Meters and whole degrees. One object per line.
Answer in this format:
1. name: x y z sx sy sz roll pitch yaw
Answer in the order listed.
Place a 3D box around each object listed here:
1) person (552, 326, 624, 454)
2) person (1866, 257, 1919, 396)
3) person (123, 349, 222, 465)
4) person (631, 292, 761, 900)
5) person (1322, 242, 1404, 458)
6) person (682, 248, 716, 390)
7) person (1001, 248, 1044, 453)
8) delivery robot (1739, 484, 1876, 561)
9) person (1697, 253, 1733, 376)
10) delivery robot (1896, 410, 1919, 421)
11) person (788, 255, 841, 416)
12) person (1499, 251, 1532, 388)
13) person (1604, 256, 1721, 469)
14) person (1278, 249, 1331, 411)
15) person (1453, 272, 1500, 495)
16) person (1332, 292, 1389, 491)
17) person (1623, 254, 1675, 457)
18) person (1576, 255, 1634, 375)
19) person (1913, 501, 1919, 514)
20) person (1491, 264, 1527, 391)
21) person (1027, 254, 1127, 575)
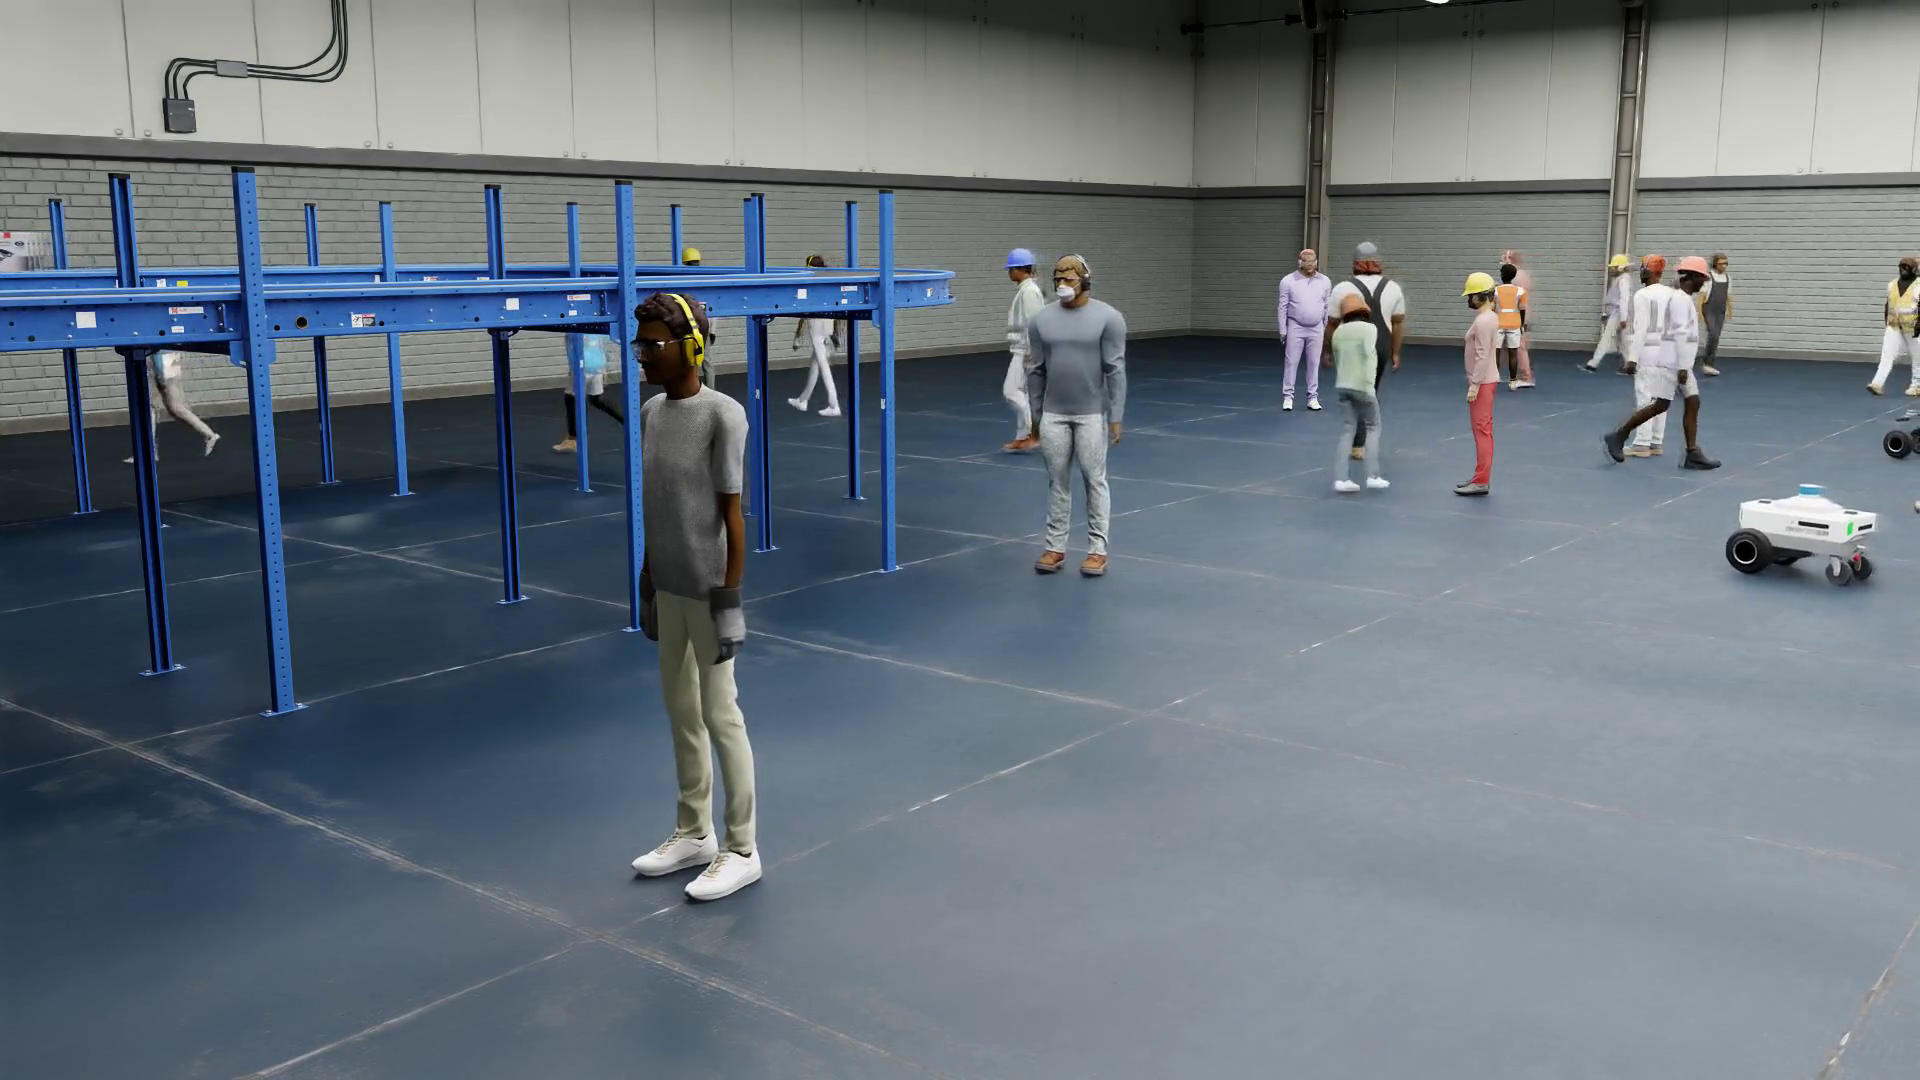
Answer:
1. person: -3.496 -1.660 15.852 0.773 1.667 0.539 1 10 6
2. person: 12.243 -2.759 21.587 0.999 1.786 0.629 -7 12 -33
3. person: -7.220 -1.508 15.149 0.762 1.608 0.519 -2 10 -13
4. person: -0.838 0.169 5.172 0.509 1.863 0.312 10 14 43
5. person: 3.762 -1.809 15.738 0.702 2.000 0.984 -1 10 -6
6. person: -3.194 -2.537 19.977 0.386 1.922 0.594 10 14 44
7. person: 0.591 -1.774 15.715 0.433 1.935 0.649 0 10 -2
8. delivery robot: 5.139 -0.095 10.101 0.477 0.478 0.707 -8 13 -37
9. person: 11.293 -3.357 24.793 0.543 1.822 0.564 -3 11 -16
10. delivery robot: 9.085 -1.186 15.425 0.335 0.223 0.698 -6 12 -30
11. person: -1.738 -2.369 19.299 0.915 1.829 0.559 7 12 33
12. person: 7.504 -3.042 22.947 0.951 1.855 0.641 6 12 31
13. person: 6.337 -1.599 14.884 0.928 1.886 0.589 6 12 28
14. person: 4.117 -2.502 19.835 0.655 1.905 0.407 -1 10 -4
15. person: 4.136 -1.246 13.282 0.320 1.763 0.522 4 11 22
16. person: 3.221 -1.201 13.459 0.555 1.593 0.571 -7 12 -34
17. person: 6.475 -1.733 15.641 0.576 1.882 0.362 -7 13 -36
18. person: 9.783 -3.380 25.003 0.850 1.790 0.597 4 11 23
19. person: 7.339 -1.147 11.997 0.632 2.028 0.674 -3 11 -16
20. person: 7.349 -2.864 22.418 0.540 1.697 0.316 2 10 9
21. person: 0.706 -0.756 10.099 0.661 1.932 0.366 5 11 25
